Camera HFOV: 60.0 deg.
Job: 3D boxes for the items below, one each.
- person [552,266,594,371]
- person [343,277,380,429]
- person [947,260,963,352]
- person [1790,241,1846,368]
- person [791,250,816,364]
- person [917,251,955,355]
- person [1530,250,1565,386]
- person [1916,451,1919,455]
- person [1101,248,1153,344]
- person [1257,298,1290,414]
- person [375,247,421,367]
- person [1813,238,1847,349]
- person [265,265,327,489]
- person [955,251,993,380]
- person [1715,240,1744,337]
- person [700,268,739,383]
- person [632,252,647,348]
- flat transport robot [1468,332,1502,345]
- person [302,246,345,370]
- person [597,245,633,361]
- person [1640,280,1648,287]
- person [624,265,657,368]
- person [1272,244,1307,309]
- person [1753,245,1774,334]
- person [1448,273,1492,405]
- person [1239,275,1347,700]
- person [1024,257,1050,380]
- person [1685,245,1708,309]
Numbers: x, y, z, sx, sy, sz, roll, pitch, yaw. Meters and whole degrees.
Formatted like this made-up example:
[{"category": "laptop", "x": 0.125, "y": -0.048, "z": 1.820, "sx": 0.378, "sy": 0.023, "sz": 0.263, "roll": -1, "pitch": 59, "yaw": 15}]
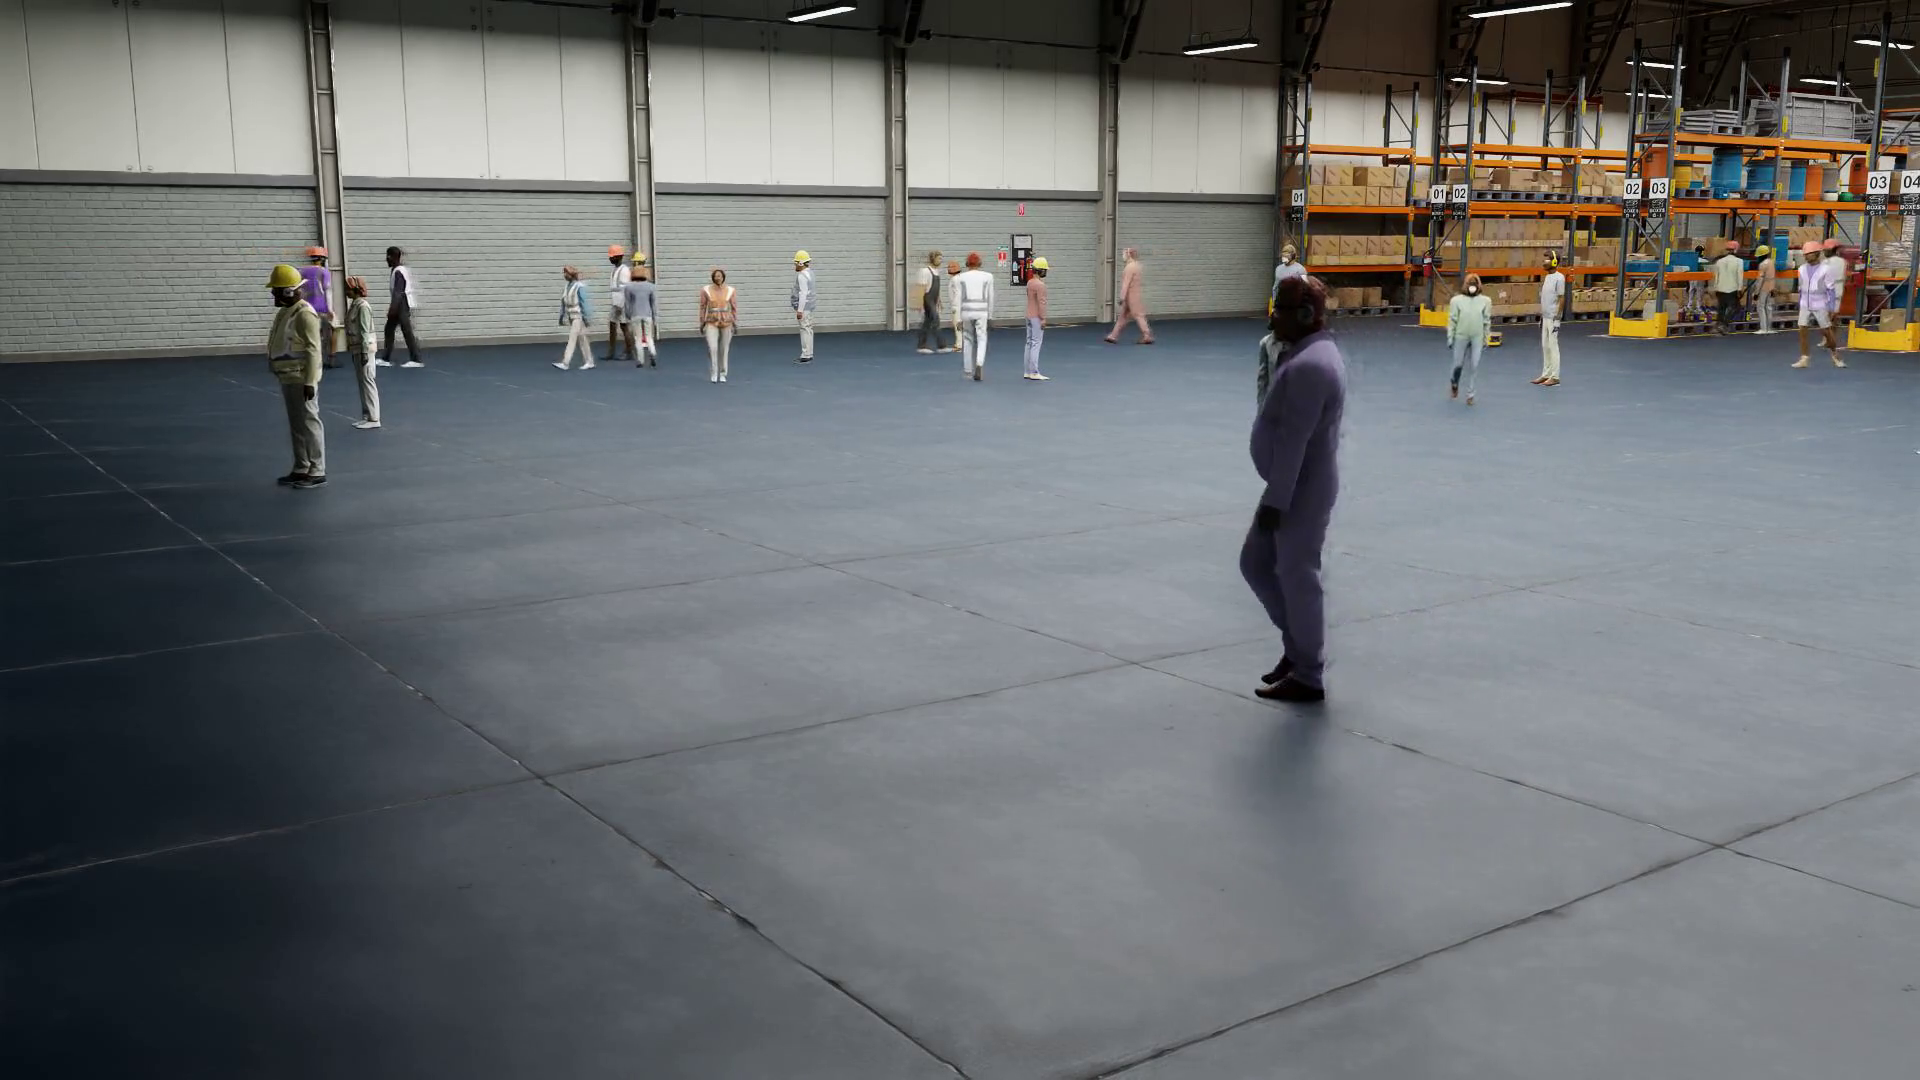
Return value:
[{"category": "person", "x": -5.996, "y": -3.404, "z": 25.634, "sx": 0.846, "sy": 1.592, "sz": 0.546, "roll": -10, "pitch": 14, "yaw": -42}, {"category": "person", "x": -6.444, "y": -2.011, "z": 17.915, "sx": 0.314, "sy": 1.629, "sz": 0.508, "roll": -7, "pitch": 13, "yaw": -34}, {"category": "person", "x": -0.090, "y": -4.190, "z": 29.845, "sx": 0.281, "sy": 1.633, "sz": 0.501, "roll": 0, "pitch": 10, "yaw": -1}, {"category": "person", "x": 13.469, "y": -3.678, "z": 26.064, "sx": 0.819, "sy": 2.008, "sz": 0.640, "roll": -6, "pitch": 12, "yaw": -29}, {"category": "person", "x": -2.554, "y": -3.788, "z": 27.095, "sx": 0.404, "sy": 1.833, "sz": 0.593, "roll": 1, "pitch": 10, "yaw": 7}, {"category": "person", "x": -0.393, "y": -4.134, "z": 29.065, "sx": 0.880, "sy": 1.804, "sz": 0.537, "roll": 4, "pitch": 11, "yaw": 21}, {"category": "person", "x": 8.183, "y": -3.065, "z": 23.061, "sx": 0.310, "sy": 1.859, "sz": 0.532, "roll": -1, "pitch": 10, "yaw": -5}, {"category": "person", "x": 9.359, "y": -1.636, "z": 15.554, "sx": 0.548, "sy": 1.744, "sz": 0.521, "roll": 6, "pitch": 12, "yaw": 29}, {"category": "person", "x": 3.259, "y": -4.692, "z": 32.013, "sx": 1.043, "sy": 1.849, "sz": 0.663, "roll": 2, "pitch": 11, "yaw": 12}, {"category": "person", "x": 2.401, "y": -0.933, "z": 11.846, "sx": 0.501, "sy": 1.697, "sz": 0.749, "roll": 9, "pitch": 14, "yaw": 41}, {"category": "person", "x": -8.959, "y": -3.650, "z": 26.190, "sx": 0.855, "sy": 1.892, "sz": 0.603, "roll": -5, "pitch": 11, "yaw": -25}, {"category": "person", "x": 16.013, "y": -4.523, "z": 30.609, "sx": 0.630, "sy": 2.021, "sz": 0.452, "roll": -4, "pitch": 11, "yaw": -22}, {"category": "person", "x": -5.449, "y": -1.334, "z": 13.651, "sx": 0.403, "sy": 1.828, "sz": 0.593, "roll": -9, "pitch": 14, "yaw": -40}, {"category": "person", "x": 0.204, "y": -3.223, "z": 23.924, "sx": 0.567, "sy": 1.857, "sz": 0.828, "roll": 0, "pitch": 10, "yaw": 1}, {"category": "person", "x": 15.818, "y": -5.155, "z": 34.188, "sx": 0.435, "sy": 1.974, "sz": 0.641, "roll": -6, "pitch": 12, "yaw": -31}, {"category": "person", "x": -3.372, "y": -3.003, "z": 23.362, "sx": 0.546, "sy": 1.610, "sz": 0.698, "roll": -2, "pitch": 11, "yaw": -10}, {"category": "person", "x": -5.940, "y": -4.460, "z": 30.960, "sx": 0.310, "sy": 1.768, "sz": 0.533, "roll": -3, "pitch": 11, "yaw": -14}, {"category": "flat transport robot", "x": 9.969, "y": -3.846, "z": 31.695, "sx": 0.652, "sy": 0.197, "sz": 1.431, "roll": 4, "pitch": 11, "yaw": 19}, {"category": "person", "x": -9.903, "y": -3.602, "z": 25.868, "sx": 0.573, "sy": 1.905, "sz": 0.635, "roll": 4, "pitch": 11, "yaw": 23}, {"category": "person", "x": -5.717, "y": -3.922, "z": 27.604, "sx": 0.537, "sy": 1.932, "sz": 0.564, "roll": -7, "pitch": 13, "yaw": -35}, {"category": "person", "x": 18.735, "y": -7.149, "z": 45.241, "sx": 0.362, "sy": 1.934, "sz": 0.543, "roll": -7, "pitch": 12, "yaw": -34}, {"category": "person", "x": -5.008, "y": -3.495, "z": 26.090, "sx": 0.498, "sy": 1.616, "sz": 0.378, "roll": -5, "pitch": 12, "yaw": -27}, {"category": "person", "x": 5.032, "y": -3.559, "z": 25.552, "sx": 0.372, "sy": 1.939, "sz": 0.631, "roll": -7, "pitch": 13, "yaw": -35}, {"category": "person", "x": 17.049, "y": -5.290, "z": 35.213, "sx": 0.763, "sy": 1.888, "sz": 0.357, "roll": -10, "pitch": 14, "yaw": -44}, {"category": "person", "x": 6.281, "y": -2.482, "z": 20.526, "sx": 0.504, "sy": 1.622, "sz": 0.457, "roll": 1, "pitch": 10, "yaw": 7}, {"category": "person", "x": 1.460, "y": -0.214, "z": 7.339, "sx": 0.446, "sy": 1.890, "sz": 0.648, "roll": 1, "pitch": 10, "yaw": 7}, {"category": "person", "x": 1.124, "y": -3.191, "z": 24.033, "sx": 0.333, "sy": 1.761, "sz": 0.525, "roll": -4, "pitch": 11, "yaw": -21}, {"category": "person", "x": 16.802, "y": -5.779, "z": 37.911, "sx": 0.313, "sy": 1.869, "sz": 0.539, "roll": -9, "pitch": 13, "yaw": -39}]
